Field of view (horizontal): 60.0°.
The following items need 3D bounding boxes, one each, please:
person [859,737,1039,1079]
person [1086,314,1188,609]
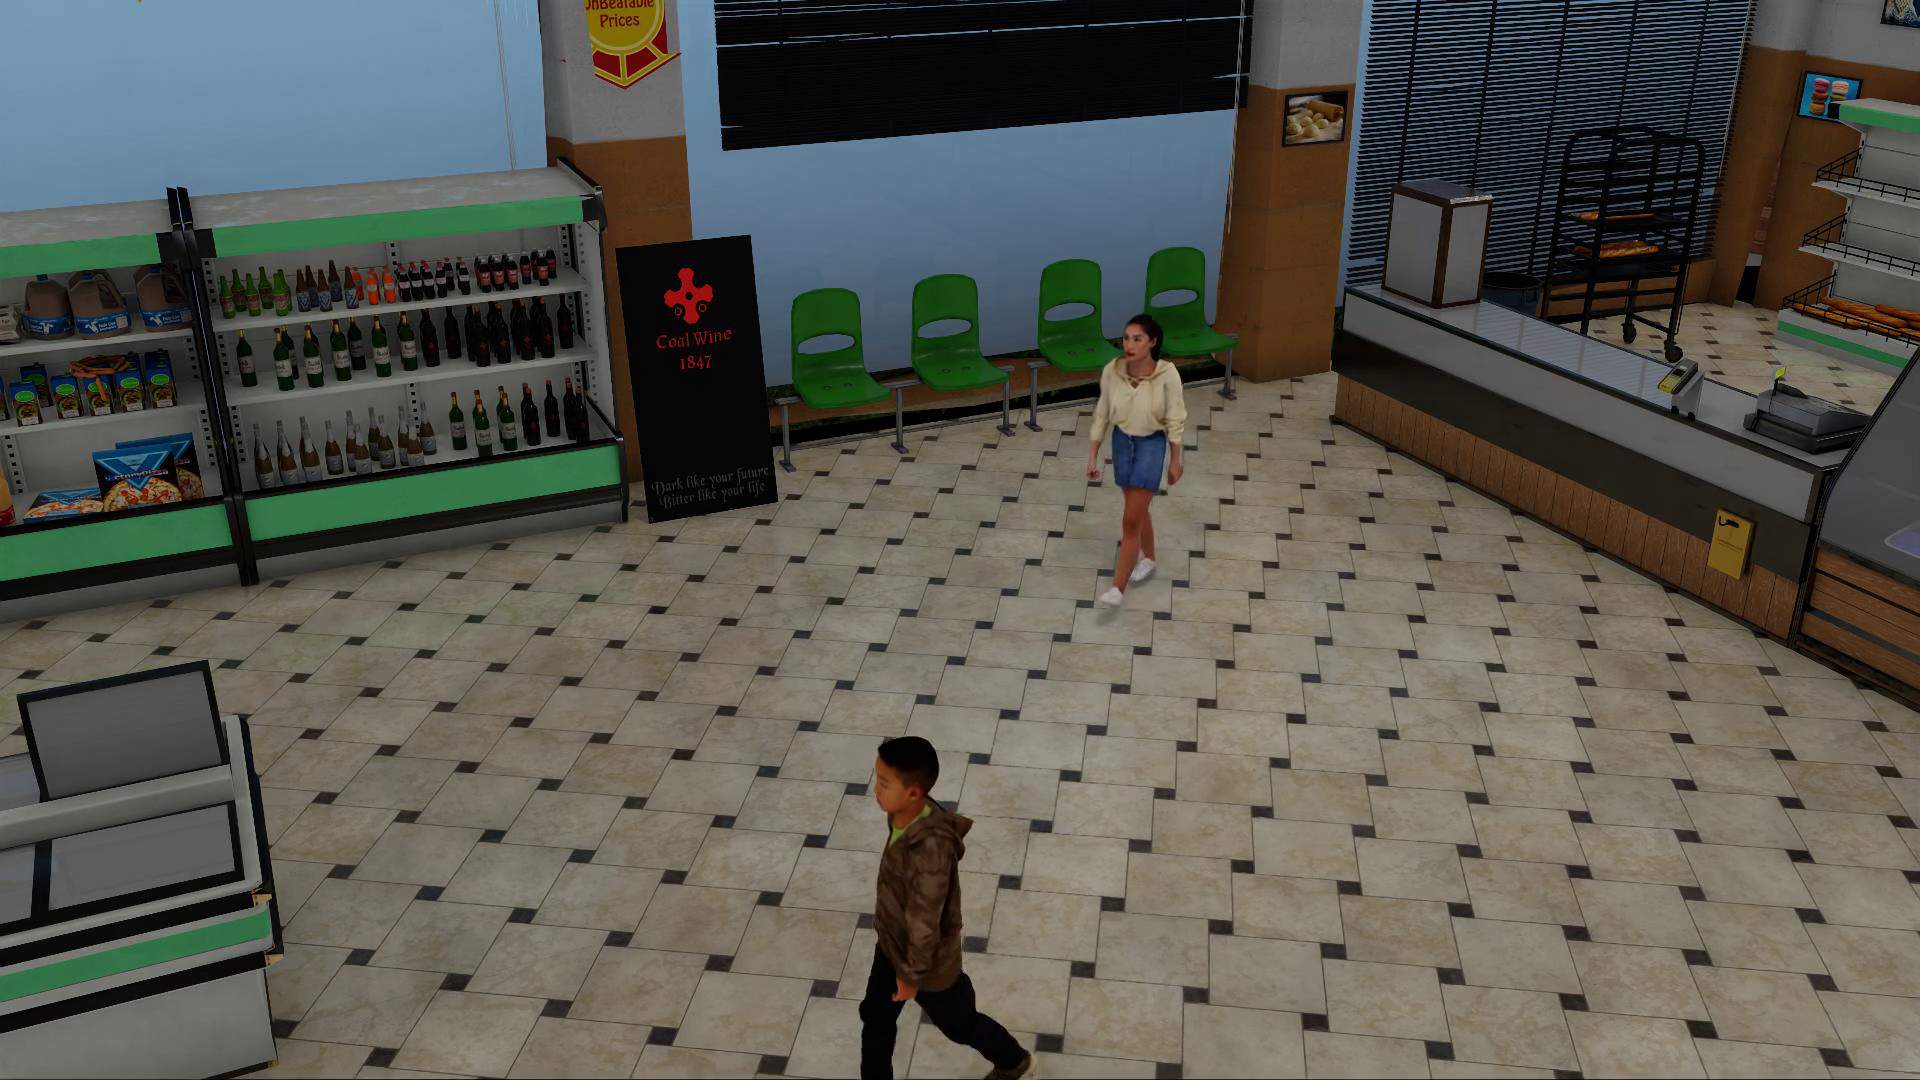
[{"bbox_3d":[-0.053,1.283,5.404,0.946,1.434,0.591,-12,27,-26],"label":"person"},{"bbox_3d":[1.025,-0.467,9.203,1.000,1.594,1.152,14,27,29],"label":"person"}]
